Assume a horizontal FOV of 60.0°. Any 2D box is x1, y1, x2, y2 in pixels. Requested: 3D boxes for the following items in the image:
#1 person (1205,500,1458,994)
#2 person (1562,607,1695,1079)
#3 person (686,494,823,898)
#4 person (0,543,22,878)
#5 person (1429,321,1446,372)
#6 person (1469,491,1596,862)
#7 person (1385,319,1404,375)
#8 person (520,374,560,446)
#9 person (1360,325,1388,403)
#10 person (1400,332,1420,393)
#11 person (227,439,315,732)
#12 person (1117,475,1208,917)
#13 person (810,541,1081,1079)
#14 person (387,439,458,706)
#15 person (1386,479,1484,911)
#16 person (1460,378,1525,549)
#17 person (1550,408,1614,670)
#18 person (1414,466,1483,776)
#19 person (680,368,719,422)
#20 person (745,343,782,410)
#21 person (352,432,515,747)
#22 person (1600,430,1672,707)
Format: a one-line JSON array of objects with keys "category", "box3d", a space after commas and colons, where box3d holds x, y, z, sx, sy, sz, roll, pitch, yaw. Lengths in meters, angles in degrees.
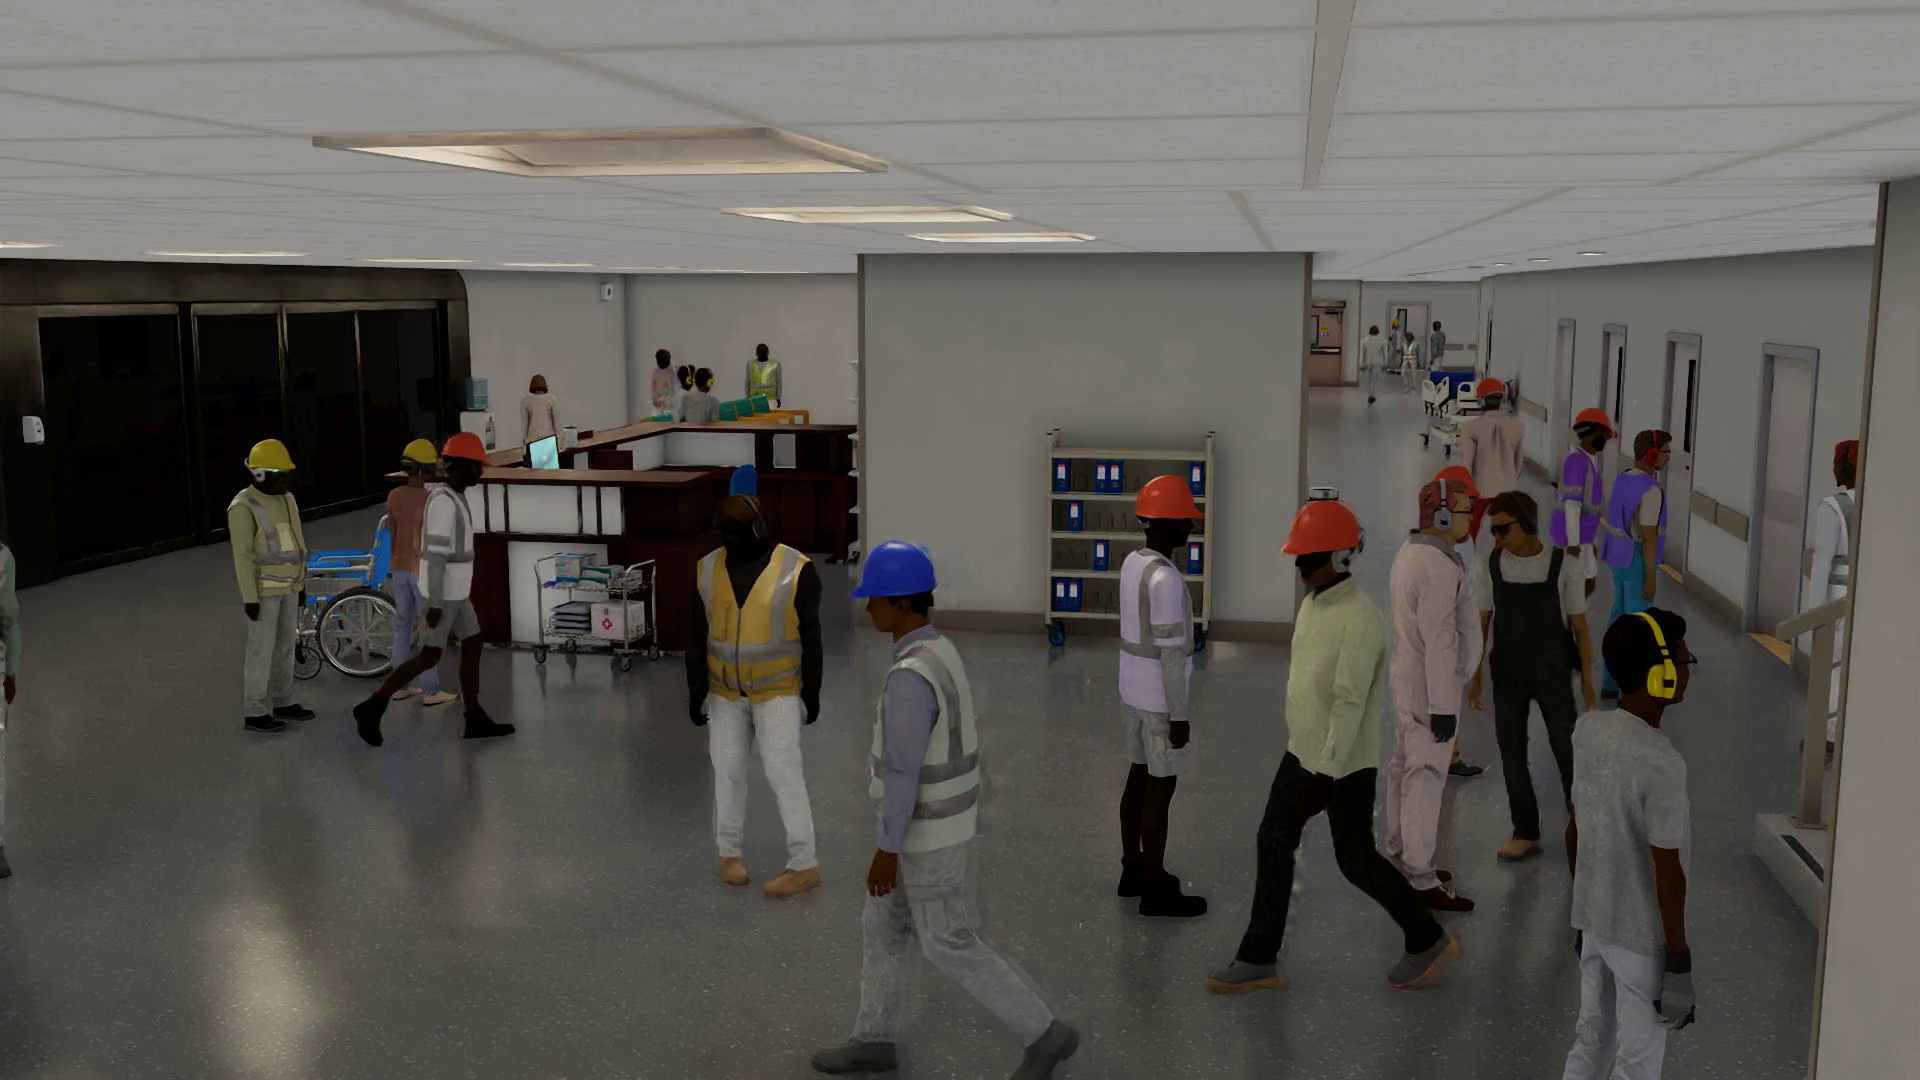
[{"category": "person", "box3d": [1.470, 0.808, 6.399, 0.939, 1.958, 0.602, -2, 9, -15]}, {"category": "person", "box3d": [1.885, 1.112, 4.655, 0.328, 1.876, 0.513, -2, 9, -11]}, {"category": "person", "box3d": [-0.944, 0.690, 7.633, 0.626, 1.822, 0.445, 2, 9, 16]}, {"category": "person", "box3d": [-4.785, 0.607, 7.876, 0.620, 1.923, 0.854, -8, 12, -43]}, {"category": "person", "box3d": [12.316, -4.696, 42.976, 0.355, 1.938, 0.637, 7, 11, 38]}, {"category": "person", "box3d": [2.769, 0.662, 7.883, 0.696, 1.800, 0.394, 4, 10, 26]}, {"category": "person", "box3d": [14.025, -6.205, 53.492, 0.694, 1.792, 0.604, 1, 9, 8]}, {"category": "person", "box3d": [-5.503, -1.359, 21.846, 0.499, 1.633, 0.280, -2, 9, -10]}, {"category": "person", "box3d": [9.997, -4.261, 40.270, 0.635, 1.897, 1.005, 5, 10, 28]}, {"category": "person", "box3d": [11.849, -4.661, 43.799, 0.612, 1.612, 0.533, 8, 11, 41]}, {"category": "person", "box3d": [-4.274, 0.279, 10.365, 0.403, 1.823, 0.595, 1, 9, 10]}, {"category": "person", "box3d": [0.885, 0.679, 7.319, 0.359, 1.938, 0.545, -2, 9, -15]}, {"category": "person", "box3d": [-0.044, 0.948, 5.643, 0.889, 1.913, 0.596, 0, 9, 1]}, {"category": "person", "box3d": [-3.570, 0.210, 11.039, 0.522, 1.758, 0.349, 5, 10, 31]}, {"category": "person", "box3d": [2.128, 0.674, 7.451, 0.399, 1.910, 0.643, 1, 9, 4]}, {"category": "person", "box3d": [4.755, -0.485, 14.996, 0.624, 1.939, 0.983, 0, 9, -2]}, {"category": "person", "box3d": [4.459, -0.004, 12.059, 0.390, 1.887, 0.589, 6, 10, 34]}, {"category": "person", "box3d": [2.764, 0.452, 9.428, 0.326, 1.752, 0.560, -2, 9, -15]}, {"category": "person", "box3d": [-2.982, -1.036, 18.996, 0.600, 1.854, 0.361, 3, 9, 21]}, {"category": "person", "box3d": [-3.305, -2.375, 27.905, 0.635, 1.840, 0.429, 1, 9, 5]}, {"category": "person", "box3d": [-3.202, 0.301, 10.021, 0.859, 1.895, 0.578, -1, 9, -7]}, {"category": "person", "box3d": [4.426, 0.190, 10.913, 0.391, 1.836, 0.560, 0, 9, 2]}]
